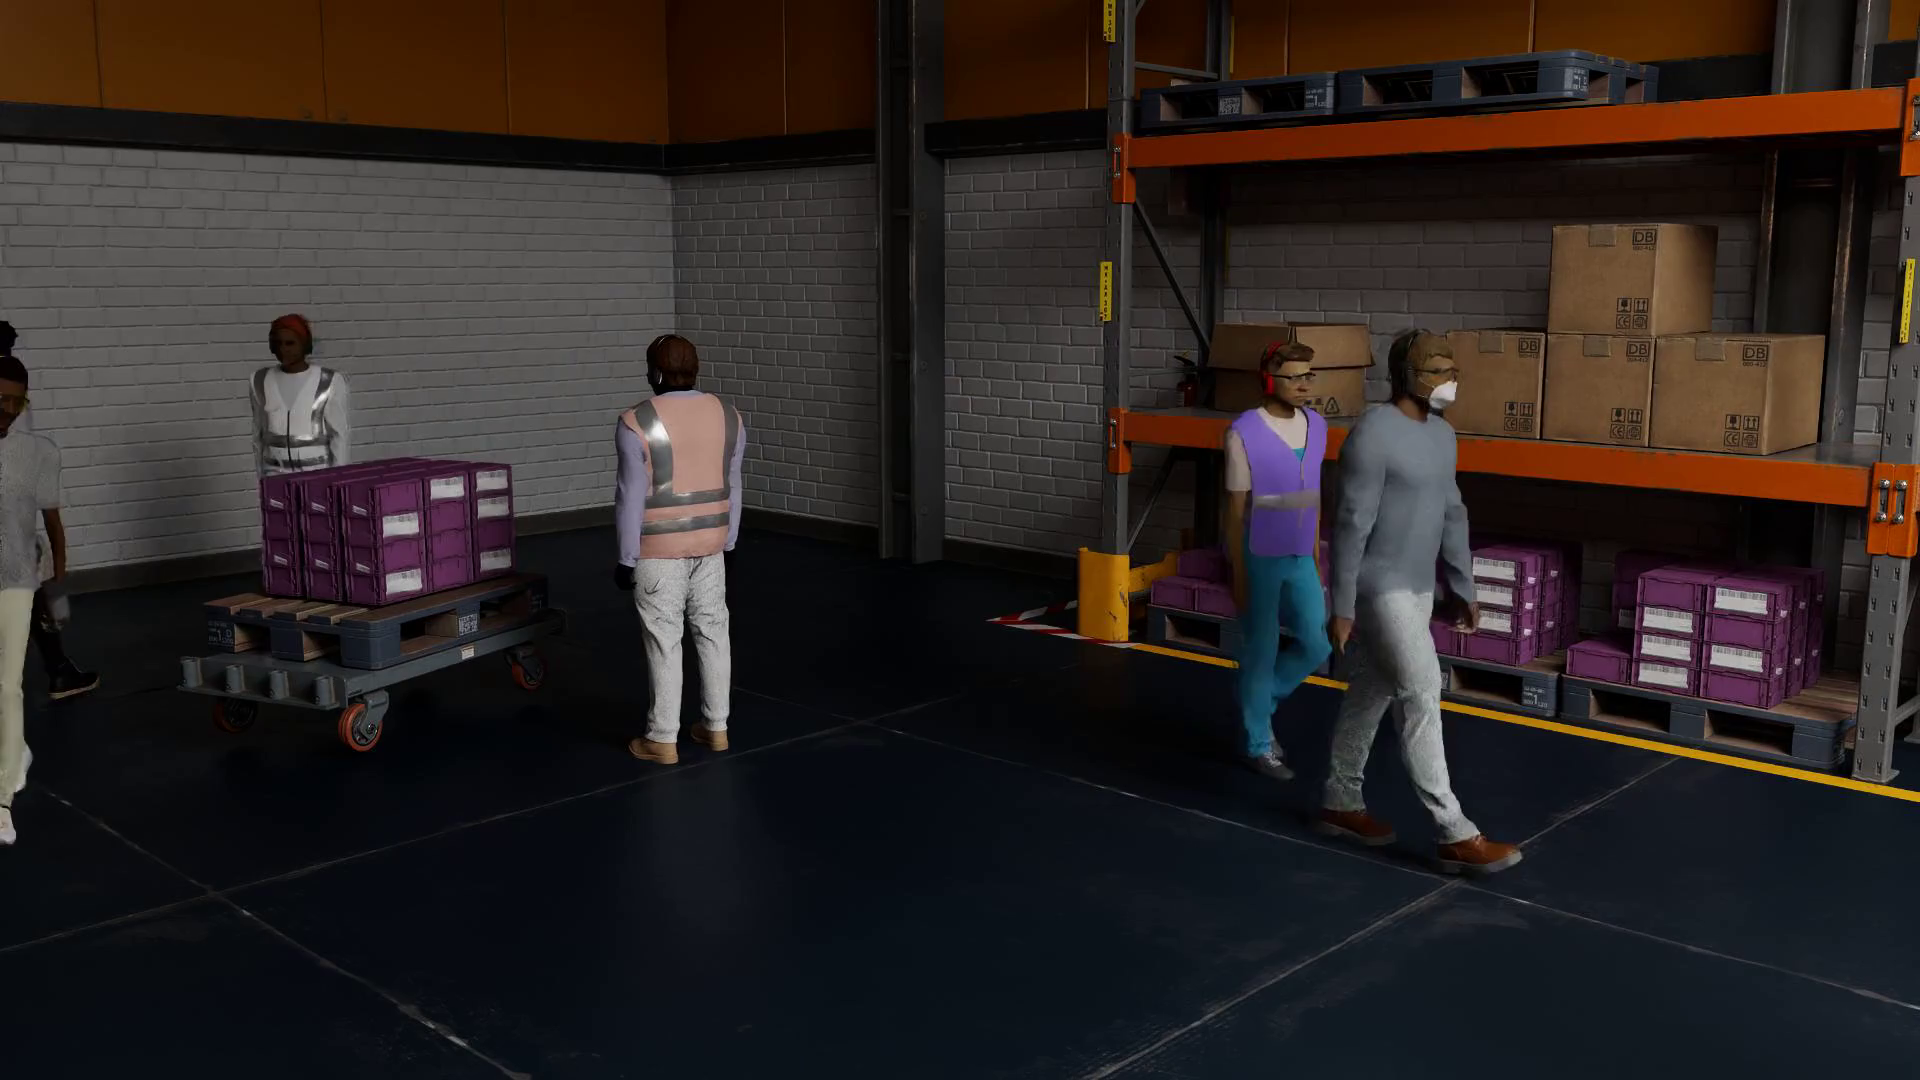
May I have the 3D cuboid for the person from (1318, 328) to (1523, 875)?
[{"bbox_3d":[1.679,0.218,5.886,0.928,1.901,0.661,8,12,40],"label":"person"}]

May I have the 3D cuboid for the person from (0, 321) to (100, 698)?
[{"bbox_3d":[-4.620,-0.098,7.850,0.615,1.908,1.029,2,10,13],"label":"person"}]

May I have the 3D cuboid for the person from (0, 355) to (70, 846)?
[{"bbox_3d":[-3.730,0.180,6.428,0.534,1.814,0.988,-4,10,-22],"label":"person"}]

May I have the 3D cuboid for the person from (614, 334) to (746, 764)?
[{"bbox_3d":[-1.225,0.038,7.190,0.628,1.843,0.429,-9,13,-43],"label":"person"}]

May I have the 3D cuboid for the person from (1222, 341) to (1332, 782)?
[{"bbox_3d":[1.305,0.089,6.905,0.591,1.828,0.437,-7,12,-37],"label":"person"}]

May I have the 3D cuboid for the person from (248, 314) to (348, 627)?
[{"bbox_3d":[-3.722,-0.319,9.294,0.579,1.861,0.760,0,9,-1],"label":"person"}]
